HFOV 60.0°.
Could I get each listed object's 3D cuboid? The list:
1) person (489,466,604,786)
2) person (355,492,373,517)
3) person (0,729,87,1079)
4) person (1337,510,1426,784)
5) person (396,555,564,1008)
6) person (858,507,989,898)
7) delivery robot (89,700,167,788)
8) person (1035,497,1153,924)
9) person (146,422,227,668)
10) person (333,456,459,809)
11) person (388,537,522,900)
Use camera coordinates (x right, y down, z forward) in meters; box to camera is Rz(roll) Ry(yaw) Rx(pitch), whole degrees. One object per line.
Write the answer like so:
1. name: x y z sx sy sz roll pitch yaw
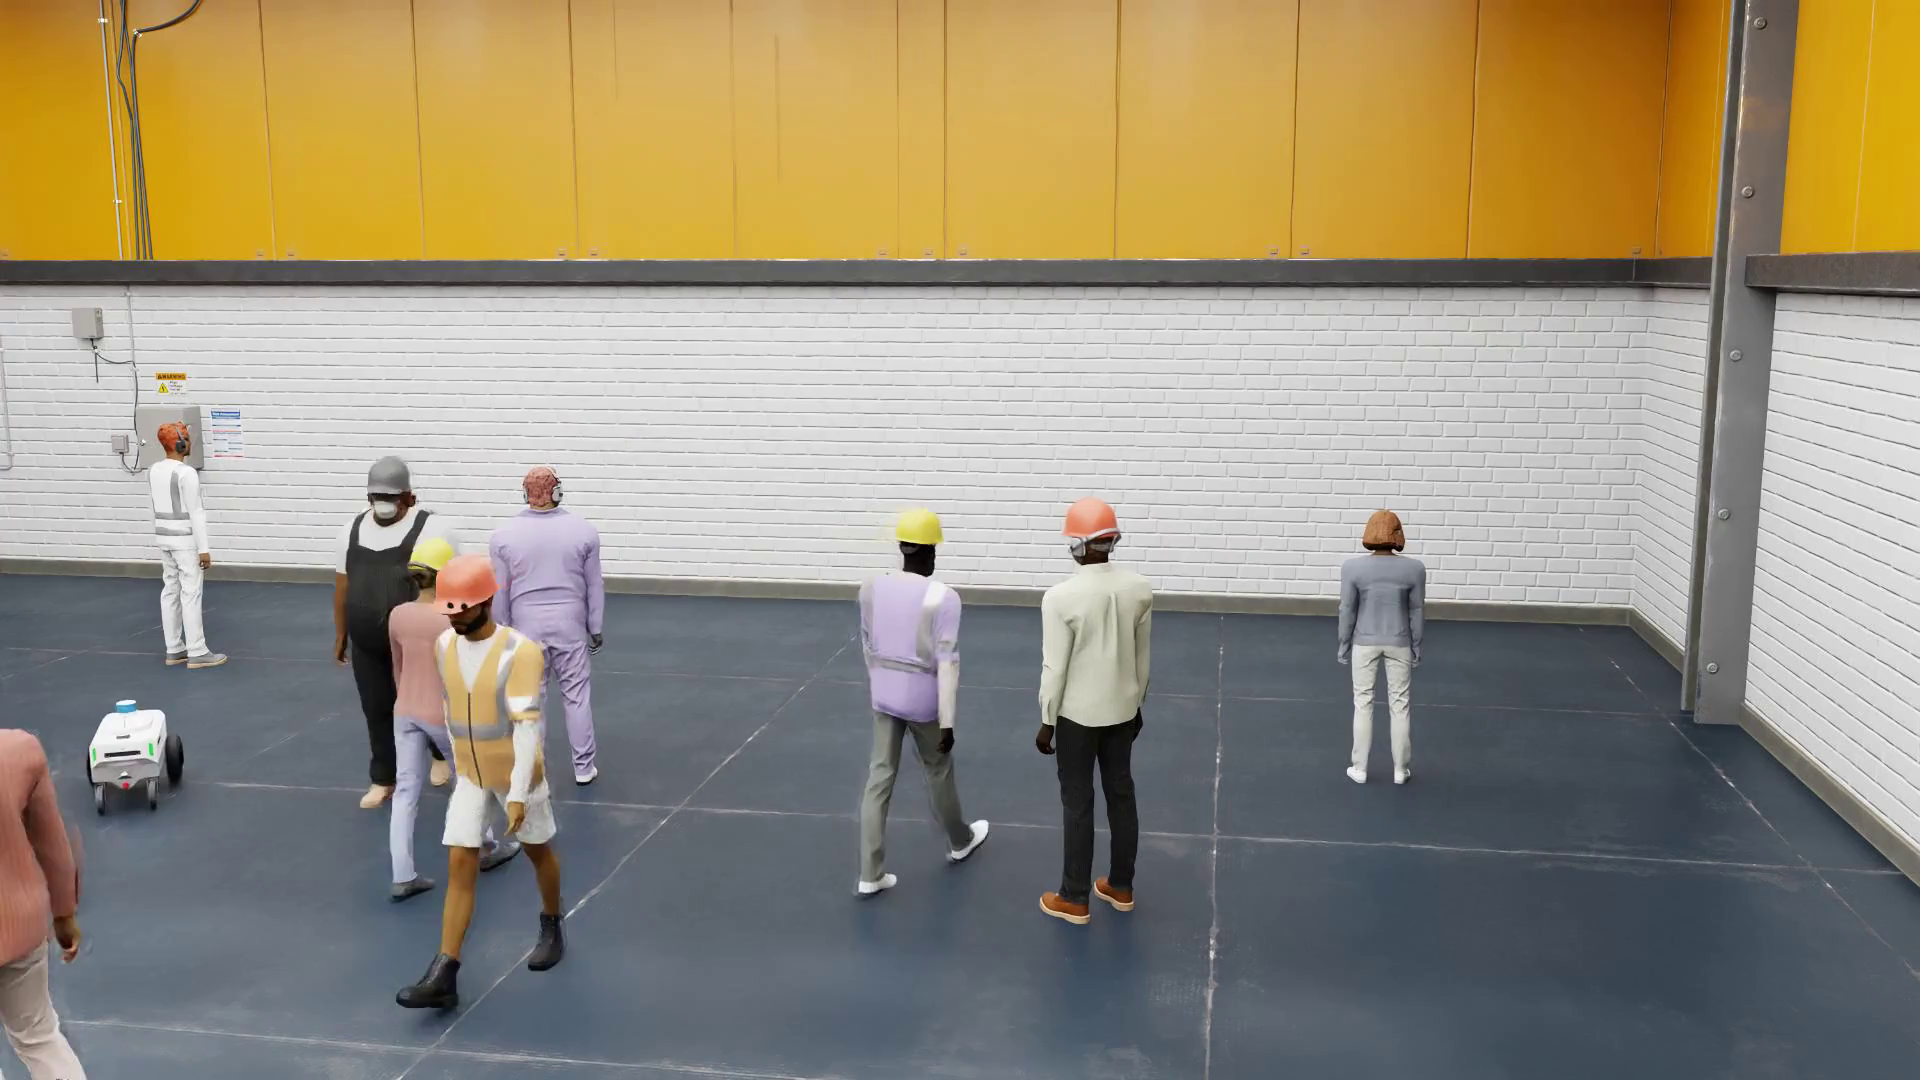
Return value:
1. person: -2.414 0.514 9.754 0.645 1.903 0.400 -3 10 -17
2. person: -4.031 0.324 11.733 0.523 1.638 0.310 4 10 25
3. person: -3.046 1.239 5.136 0.406 1.957 0.676 4 10 23
4. person: 2.487 0.634 9.840 0.500 1.632 0.286 2 9 9
5. person: -1.962 0.985 6.916 0.576 1.867 1.004 3 10 20
6. person: -0.209 0.771 8.248 0.602 1.875 0.971 5 10 29
7. delivery robot: -4.784 1.167 9.577 0.477 0.478 0.707 -3 10 -21
8. person: 0.621 0.790 7.764 0.611 1.996 0.375 -6 11 -32
9. person: -5.946 0.041 12.727 0.574 1.884 0.356 5 11 30
10. person: -3.202 0.503 9.395 0.695 2.000 0.572 2 9 11
11. person: -2.535 0.845 8.192 0.542 1.728 0.846 4 10 26
